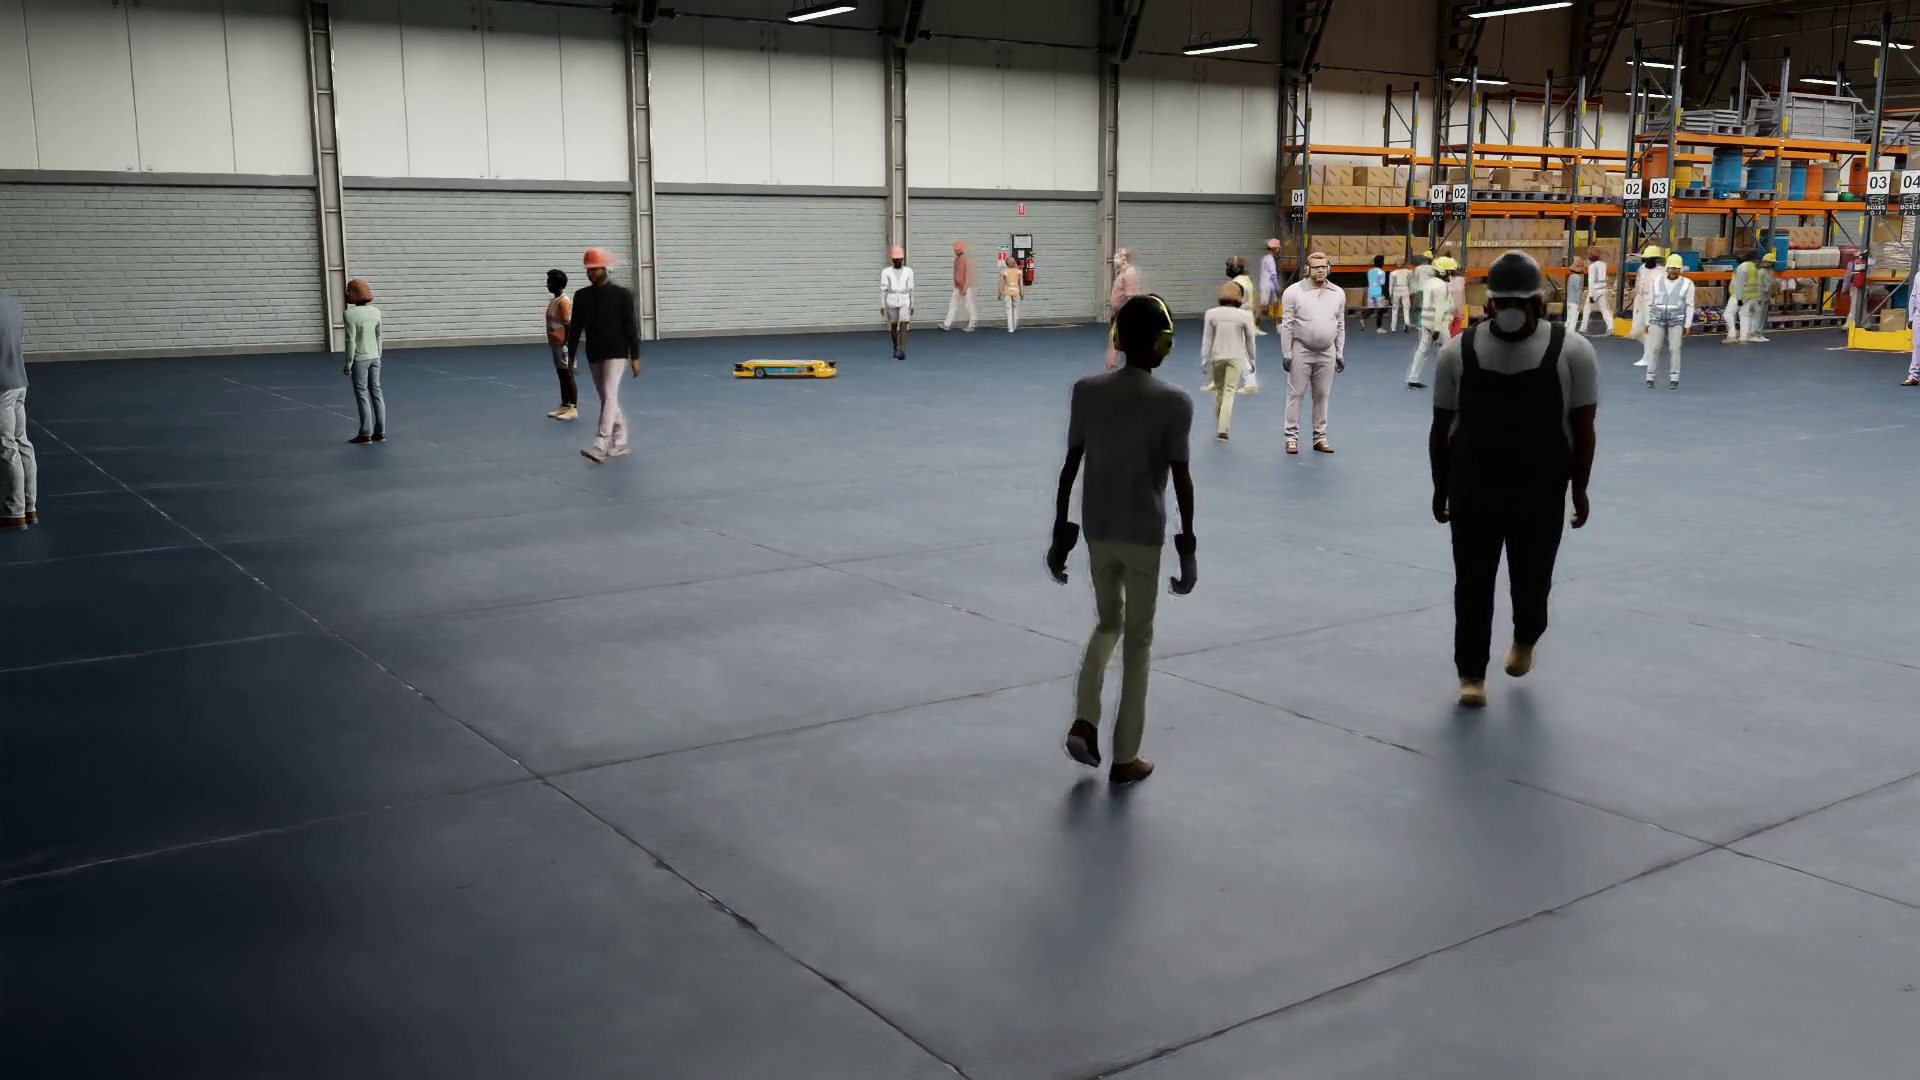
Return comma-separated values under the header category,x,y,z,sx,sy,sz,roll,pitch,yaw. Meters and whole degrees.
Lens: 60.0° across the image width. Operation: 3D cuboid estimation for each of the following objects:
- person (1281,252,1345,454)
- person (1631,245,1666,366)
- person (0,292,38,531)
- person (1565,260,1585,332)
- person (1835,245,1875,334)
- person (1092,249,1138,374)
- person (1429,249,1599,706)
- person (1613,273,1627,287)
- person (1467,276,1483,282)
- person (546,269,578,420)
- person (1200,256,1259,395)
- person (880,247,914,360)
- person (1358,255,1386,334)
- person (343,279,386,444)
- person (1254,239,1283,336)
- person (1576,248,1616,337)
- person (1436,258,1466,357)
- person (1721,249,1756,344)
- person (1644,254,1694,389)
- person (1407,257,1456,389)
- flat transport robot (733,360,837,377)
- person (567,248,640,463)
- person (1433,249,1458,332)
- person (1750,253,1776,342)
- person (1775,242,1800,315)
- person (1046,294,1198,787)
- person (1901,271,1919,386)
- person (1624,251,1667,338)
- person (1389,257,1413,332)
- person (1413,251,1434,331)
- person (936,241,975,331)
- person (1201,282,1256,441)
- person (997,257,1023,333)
category,x,y,z,sx,sy,sz,roll,pitch,yaw
person,3.369,-1.772,15.839,0.637,1.911,0.403,-2,10,-9
person,10.987,-3.727,26.520,0.421,1.916,0.605,-2,11,-10
person,-6.758,-1.025,11.673,0.371,1.935,0.627,-2,10,-9
person,11.337,-4.341,30.672,0.268,1.632,0.507,0,10,0
person,19.058,-5.303,35.288,1.048,1.886,0.644,-3,11,-18
person,2.288,-3.304,24.328,0.874,1.871,0.672,0,10,-1
person,2.425,-0.291,7.355,0.708,2.000,0.692,4,11,21
person,19.256,-7.669,48.323,0.868,1.854,0.592,0,10,-2
person,13.215,-6.619,42.849,0.469,1.755,0.527,-7,13,-34
person,-4.495,-2.200,18.762,0.322,1.696,0.536,-6,12,-28
person,3.567,-2.797,21.736,0.793,1.811,0.648,3,11,17
person,-1.059,-3.984,28.043,0.568,1.883,1.013,0,10,-3
person,8.798,-5.204,35.251,0.564,1.682,0.545,-6,12,-29
person,-5.966,-1.779,16.629,0.280,1.633,0.507,4,11,20
person,6.529,-5.227,34.498,0.946,2.002,0.622,2,10,9
person,13.180,-5.110,34.340,0.564,1.839,0.980,-6,12,-29
person,7.623,-3.469,25.648,0.647,1.728,0.334,-5,11,-25
person,14.934,-4.663,31.929,0.631,1.824,0.570,-8,13,-38
person,9.628,-2.964,22.608,0.600,1.825,0.404,6,12,31
person,6.494,-2.905,22.380,0.924,1.781,0.591,-1,10,-6
flat transport robot,-2.574,-2.535,24.511,1.431,0.197,0.652,1,10,5
person,-3.322,-1.690,15.284,0.657,1.939,1.006,4,11,21
person,9.764,-4.958,33.588,0.535,1.795,0.967,0,10,2
person,15.838,-4.768,32.745,0.479,1.733,0.346,-10,14,-44
person,21.834,-6.902,43.928,0.615,1.918,0.586,-10,14,-43
person,0.613,0.007,6.264,0.588,1.844,0.407,6,12,30
person,13.344,-3.050,22.846,0.408,1.909,0.638,-8,13,-37
person,13.903,-4.943,33.506,0.633,1.814,0.852,-7,13,-34
person,9.503,-5.279,35.846,0.532,1.615,0.702,2,10,9
person,10.287,-5.468,36.555,0.715,1.741,0.530,-6,12,-30
person,-0.044,-5.489,36.094,1.002,1.942,0.645,-7,13,-34
person,2.760,-1.826,16.983,0.527,1.583,0.849,4,11,21
person,1.064,-5.251,35.696,0.543,1.607,0.693,-2,11,-13
